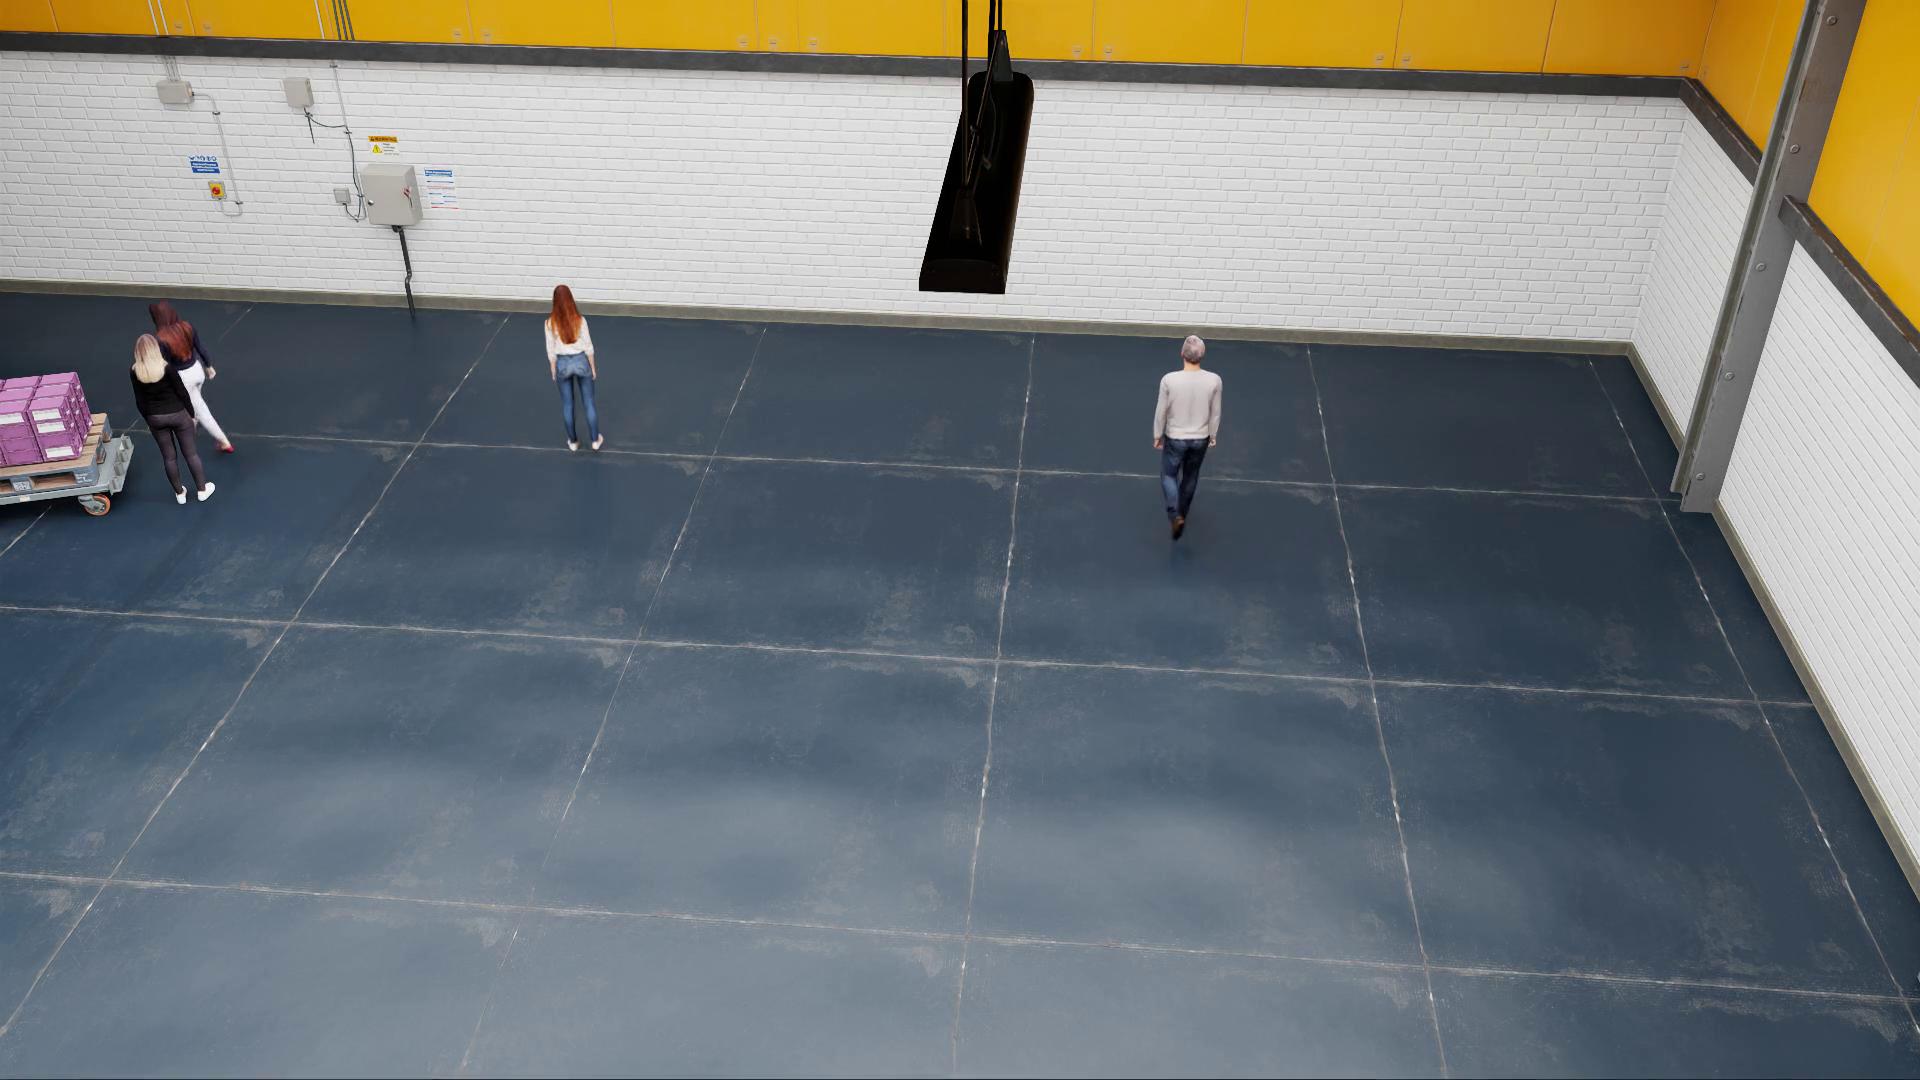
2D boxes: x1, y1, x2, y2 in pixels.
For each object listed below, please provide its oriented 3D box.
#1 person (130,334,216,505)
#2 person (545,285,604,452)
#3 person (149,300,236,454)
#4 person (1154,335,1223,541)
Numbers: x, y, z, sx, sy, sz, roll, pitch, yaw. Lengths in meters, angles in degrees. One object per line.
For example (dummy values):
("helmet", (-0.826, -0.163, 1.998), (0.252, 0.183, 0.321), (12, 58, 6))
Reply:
("person", (-7.204, -1.098, 15.140), (0.663, 1.686, 0.621), (-6, 34, -9))
("person", (-3.709, -1.650, 15.932), (0.631, 1.729, 0.587), (-5, 34, -8))
("person", (-7.333, -1.510, 15.871), (0.907, 1.564, 1.082), (15, 36, 21))
("person", (1.994, -0.863, 14.602), (0.793, 1.891, 1.064), (0, 34, 0))
